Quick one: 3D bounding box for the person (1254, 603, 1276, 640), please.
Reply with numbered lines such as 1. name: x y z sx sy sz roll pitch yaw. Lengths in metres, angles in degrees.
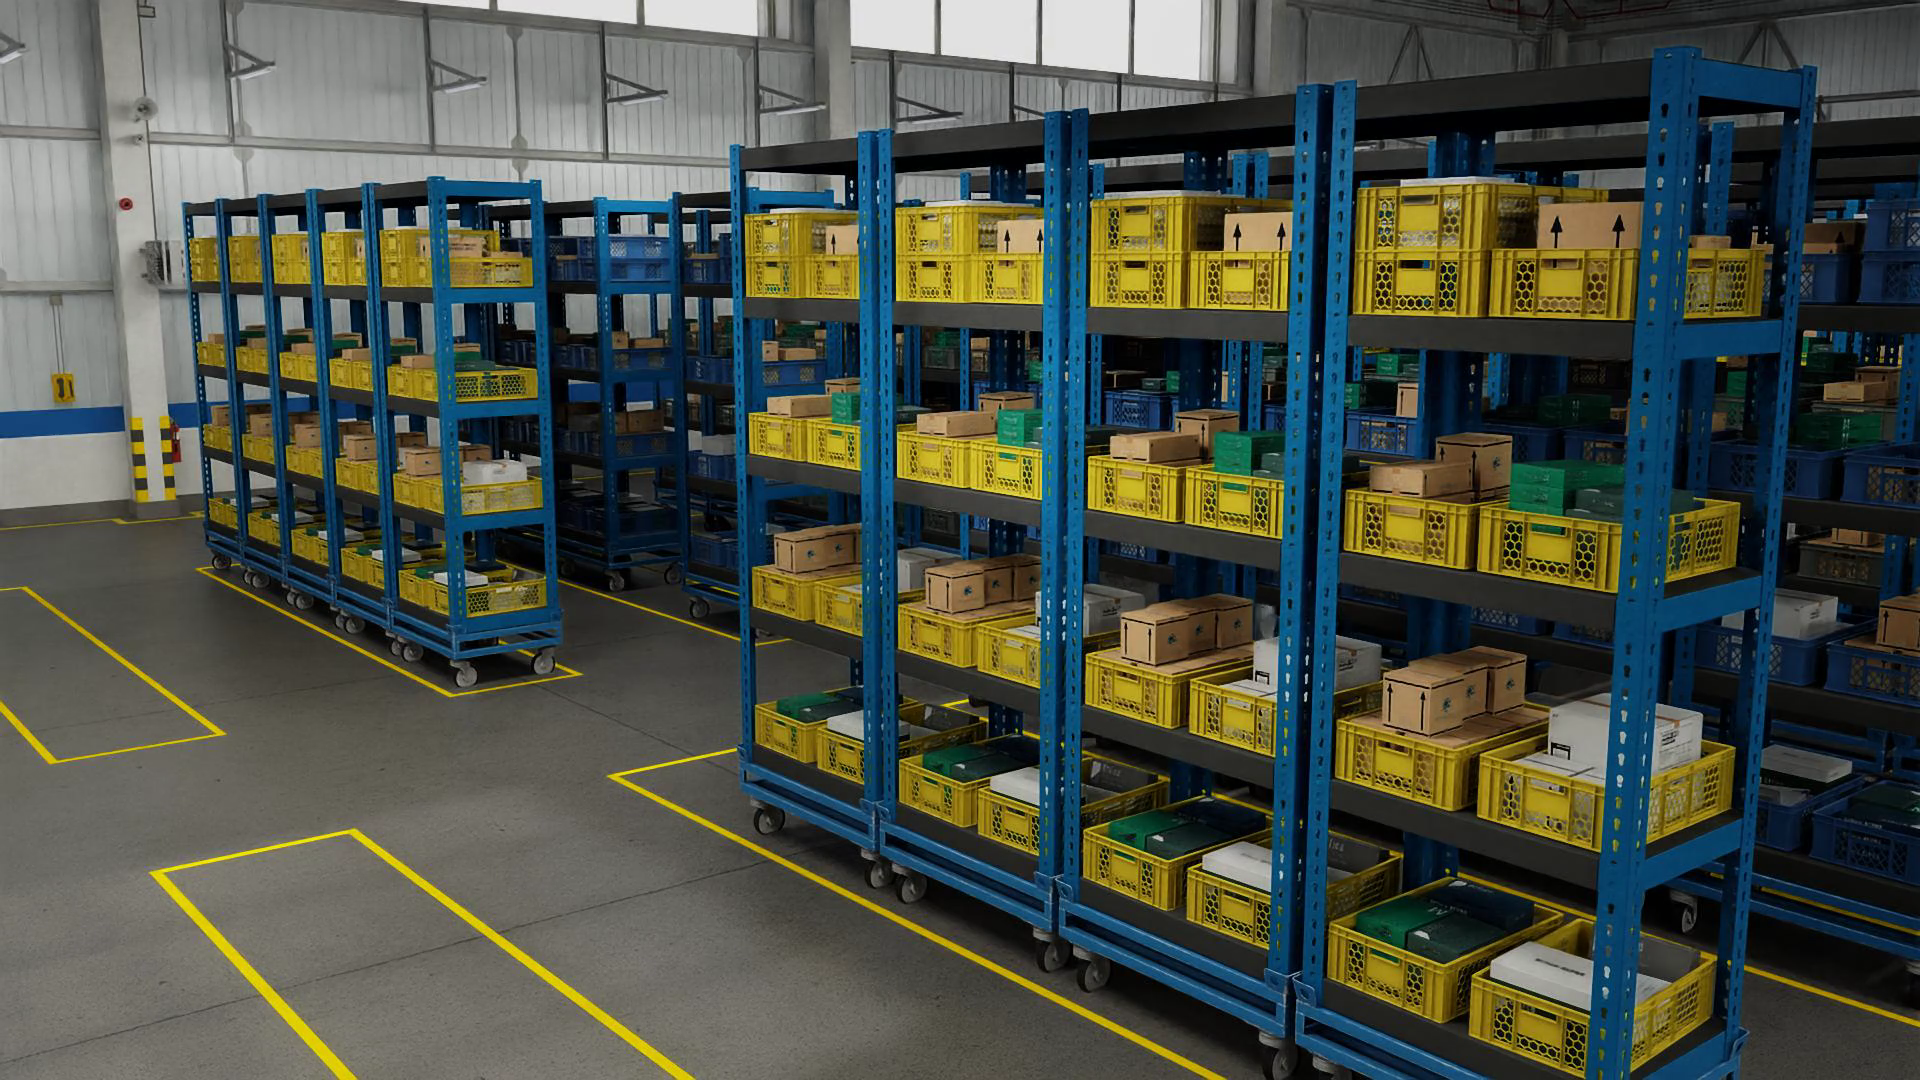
1. person: 1.891 0.168 11.484 0.807 1.925 0.622 8 12 40
